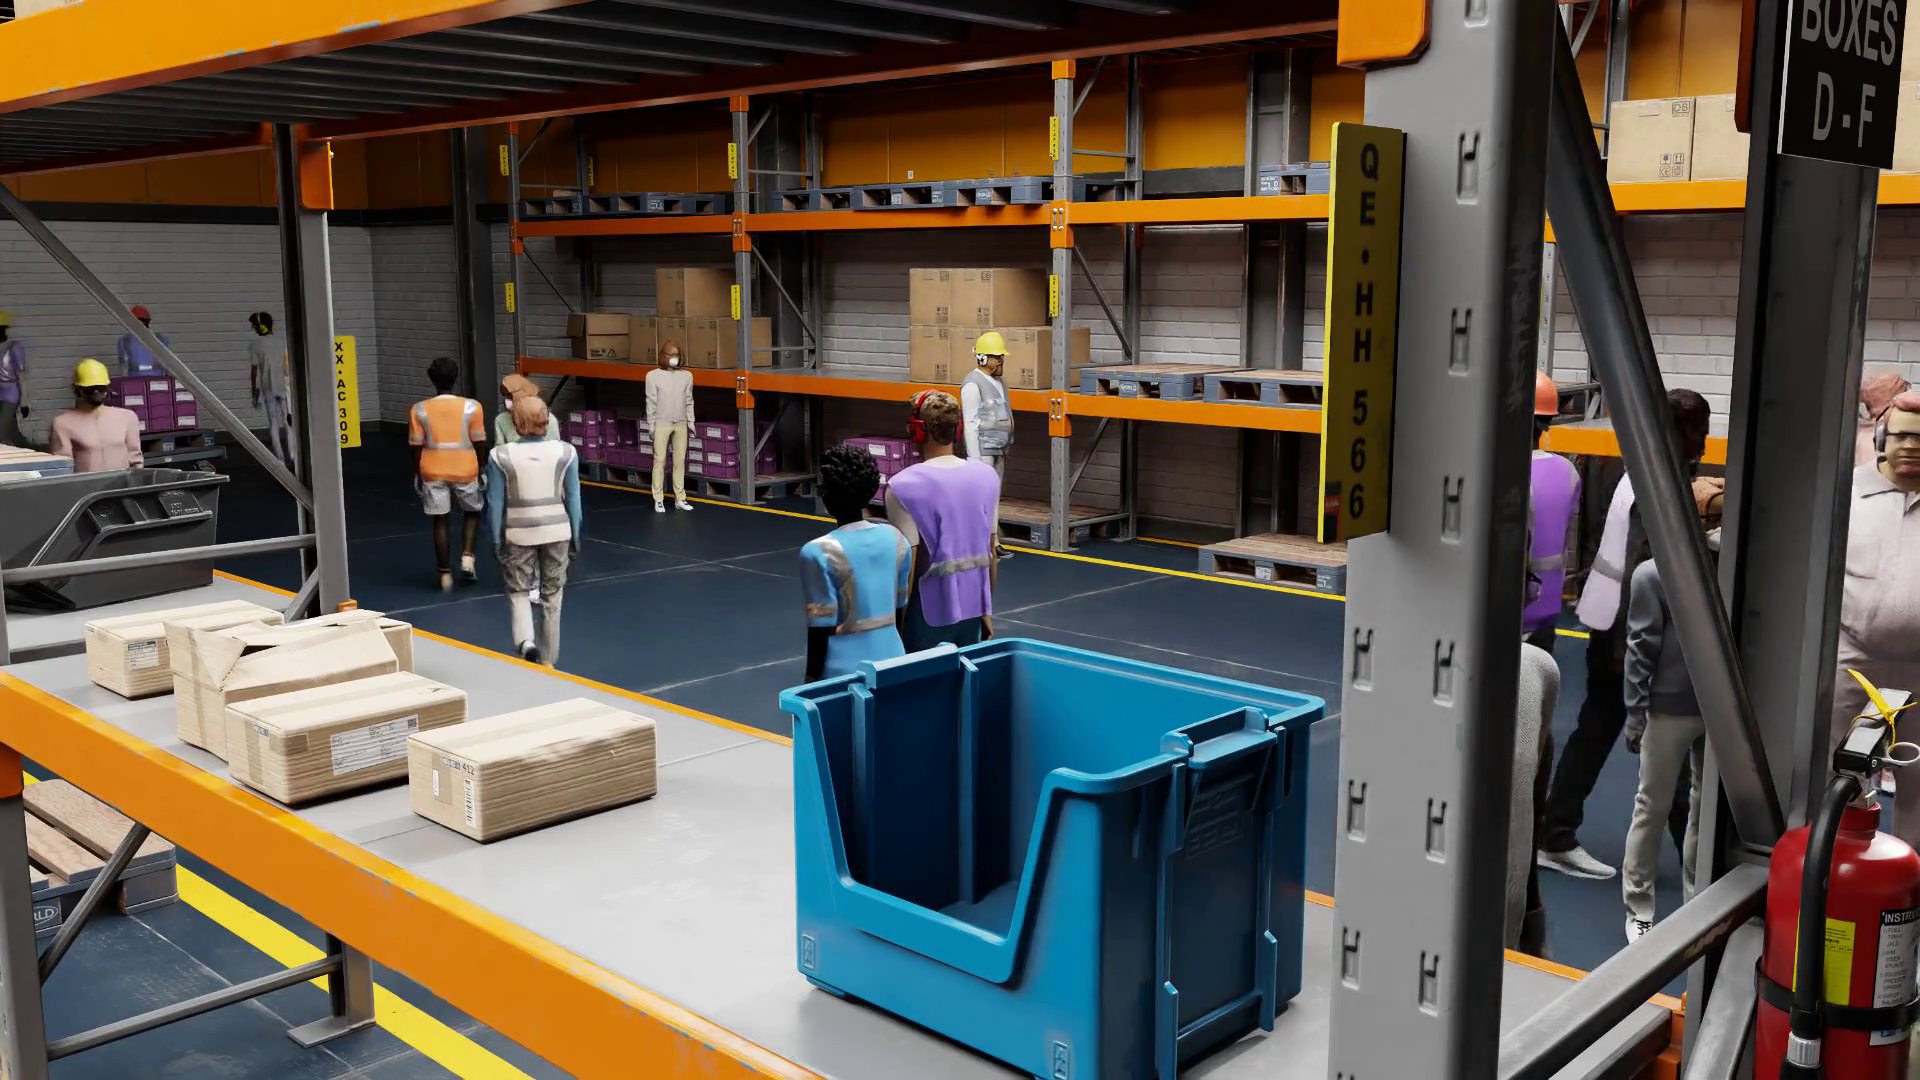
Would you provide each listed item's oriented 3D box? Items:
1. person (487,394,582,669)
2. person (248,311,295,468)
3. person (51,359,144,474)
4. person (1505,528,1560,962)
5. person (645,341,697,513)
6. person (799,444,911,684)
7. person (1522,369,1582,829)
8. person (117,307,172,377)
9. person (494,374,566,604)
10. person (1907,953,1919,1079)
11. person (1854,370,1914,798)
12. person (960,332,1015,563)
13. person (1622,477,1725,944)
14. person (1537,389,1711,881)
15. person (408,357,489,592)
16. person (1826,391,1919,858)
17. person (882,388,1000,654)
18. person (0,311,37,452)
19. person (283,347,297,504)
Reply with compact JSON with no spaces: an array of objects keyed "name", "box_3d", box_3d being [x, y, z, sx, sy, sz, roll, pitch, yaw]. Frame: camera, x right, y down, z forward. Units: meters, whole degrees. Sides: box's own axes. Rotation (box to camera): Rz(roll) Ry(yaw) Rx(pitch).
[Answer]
[{"name":"person","box_3d":[-2.350,0.005,9.256,0.518,1.627,0.480,-3,10,-20]},{"name":"person","box_3d":[-7.898,-1.717,19.178,0.552,1.831,0.420,-6,11,-32]},{"name":"person","box_3d":[-5.405,-0.259,10.486,0.546,1.748,0.516,-8,13,-42]},{"name":"person","box_3d":[1.010,0.837,3.422,0.532,1.865,0.310,-4,10,-22]},{"name":"person","box_3d":[-2.757,-1.081,15.884,0.499,1.634,0.281,-6,11,-34]},{"name":"person","box_3d":[-0.380,0.503,5.977,0.322,1.696,0.536,7,12,37]},{"name":"person","box_3d":[2.176,0.287,6.552,0.551,1.942,0.345,-8,12,-39]},{"name":"person","box_3d":[-9.546,-1.796,19.531,0.558,1.882,1.029,-5,10,-26]},{"name":"person","box_3d":[-3.015,-0.351,11.573,0.523,1.587,0.779,3,10,20]},{"name":"person","box_3d":[2.176,0.841,3.557,0.874,1.809,0.601,-4,10,-21]},{"name":"person","box_3d":[4.082,0.186,7.409,0.486,1.876,0.707,-1,9,-5]},{"name":"person","box_3d":[0.227,-0.725,13.136,0.403,1.825,0.590,4,10,25]},{"name":"person","box_3d":[2.476,0.596,5.604,0.507,1.633,0.276,-1,9,-7]},{"name":"person","box_3d":[2.651,0.369,6.294,0.930,1.855,0.662,2,10,15]},{"name":"person","box_3d":[-3.676,-0.472,11.972,0.547,1.681,0.373,-2,9,-12]},{"name":"person","box_3d":[3.221,0.437,5.748,0.655,1.905,0.407,4,10,24]},{"name":"person","box_3d":[-0.062,0.324,6.627,0.568,1.841,0.374,-9,13,-43]},{"name":"person","box_3d":[-10.326,-1.555,18.045,0.591,1.894,0.937,5,11,28]},{"name":"person","box_3d":[-6.364,-1.318,16.439,0.587,1.927,0.369,-2,9,-11]}]
